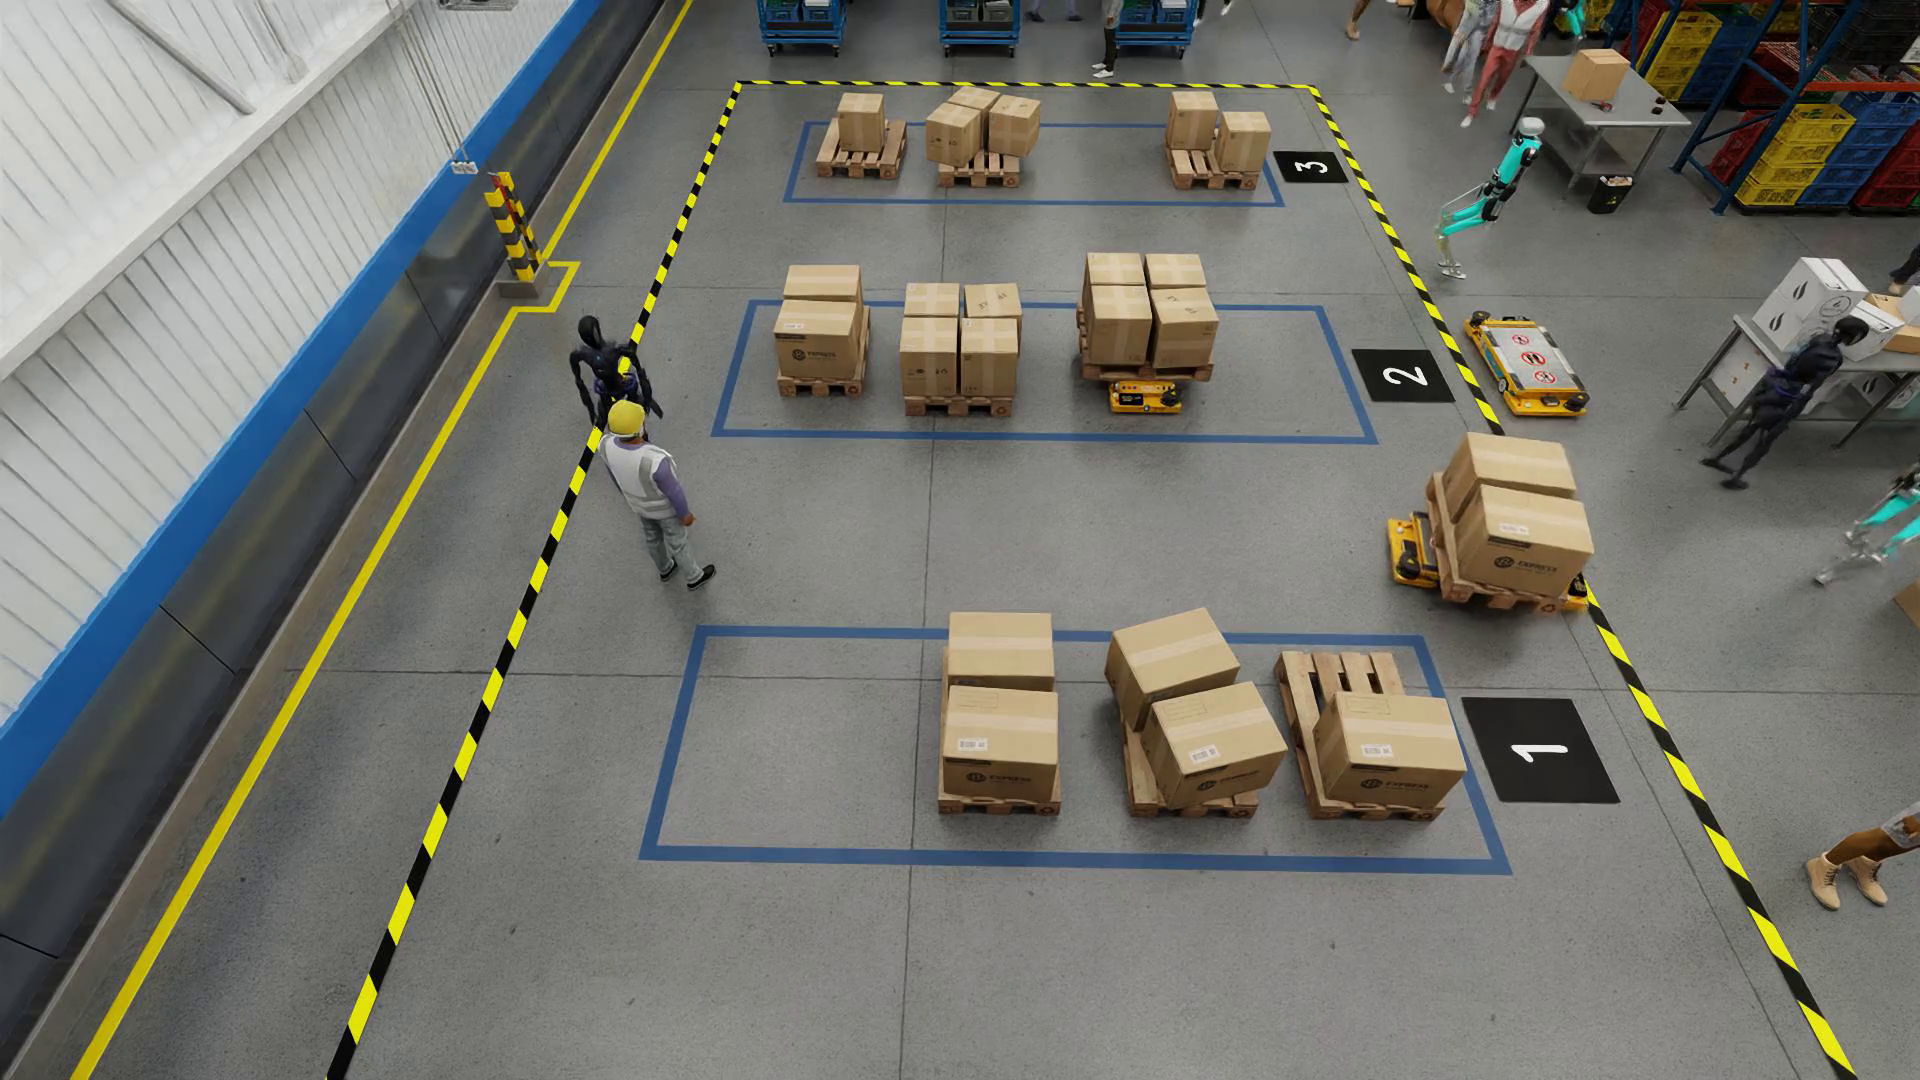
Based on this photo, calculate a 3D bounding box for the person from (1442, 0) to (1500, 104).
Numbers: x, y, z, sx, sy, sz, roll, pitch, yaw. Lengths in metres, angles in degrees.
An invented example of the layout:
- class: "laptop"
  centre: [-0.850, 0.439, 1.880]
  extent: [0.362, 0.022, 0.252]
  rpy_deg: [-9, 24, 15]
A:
- class: "person"
  centre: [7.214, -6.908, 12.568]
  extent: [0.540, 1.677, 0.906]
  rpy_deg: [-13, 50, -11]

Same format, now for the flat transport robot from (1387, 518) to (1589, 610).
- class: "flat transport robot"
  centre: [4.242, 0.146, 7.389]
  extent: [1.431, 0.197, 0.652]
  rpy_deg: [9, 50, 7]

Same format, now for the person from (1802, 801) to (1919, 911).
- class: "person"
  centre: [5.593, 1.524, 5.049]
  extent: [0.604, 2.033, 0.388]
  rpy_deg: [-2, 49, -2]

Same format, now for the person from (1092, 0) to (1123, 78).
- class: "person"
  centre: [2.128, -7.604, 13.067]
  extent: [0.386, 1.850, 0.599]
  rpy_deg: [3, 49, 2]

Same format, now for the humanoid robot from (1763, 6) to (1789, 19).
- class: "humanoid robot"
  centre: [12.094, -8.011, 13.566]
  extent: [0.748, 1.641, 0.589]
  rpy_deg: [-8, 50, -7]

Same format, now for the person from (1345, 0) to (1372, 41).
- class: "person"
  centre: [6.316, -8.669, 13.892]
  extent: [0.609, 2.008, 0.620]
  rpy_deg: [-20, 52, -16]

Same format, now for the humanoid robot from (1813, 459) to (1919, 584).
- class: "humanoid robot"
  centre: [7.076, -0.262, 6.783]
  extent: [0.924, 1.743, 0.547]
  rpy_deg: [-13, 50, -11]

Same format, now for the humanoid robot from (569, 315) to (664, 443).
- class: "humanoid robot"
  centre: [-2.816, -1.186, 7.628]
  extent: [0.609, 1.650, 0.399]
  rpy_deg: [-8, 50, -7]

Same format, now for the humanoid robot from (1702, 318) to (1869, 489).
- class: "humanoid robot"
  centre: [6.829, -1.163, 7.612]
  extent: [0.350, 1.648, 0.613]
  rpy_deg: [17, 51, 14]

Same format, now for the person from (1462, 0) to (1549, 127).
- class: "person"
  centre: [7.266, -6.555, 12.147]
  extent: [0.596, 1.883, 0.919]
  rpy_deg: [25, 54, 20]

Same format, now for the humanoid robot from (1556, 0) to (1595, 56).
- class: "humanoid robot"
  centre: [9.110, -7.781, 13.311]
  extent: [0.530, 1.795, 0.794]
  rpy_deg: [-32, 56, -25]

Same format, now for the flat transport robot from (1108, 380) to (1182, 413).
- class: "flat transport robot"
  centre: [1.773, -1.807, 9.079]
  extent: [0.652, 0.197, 1.431]
  rpy_deg: [1, 49, 1]

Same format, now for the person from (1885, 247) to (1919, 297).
- class: "person"
  centre: [10.283, -3.253, 9.323]
  extent: [0.515, 1.828, 0.379]
  rpy_deg: [21, 52, 17]

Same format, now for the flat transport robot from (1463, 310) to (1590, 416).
- class: "flat transport robot"
  centre: [5.573, -1.757, 9.054]
  extent: [0.659, 0.231, 1.431]
  rpy_deg: [1, 49, 1]

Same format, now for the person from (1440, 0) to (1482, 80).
- class: "person"
  centre: [7.404, -7.568, 13.043]
  extent: [0.429, 1.841, 0.635]
  rpy_deg: [-9, 50, -8]

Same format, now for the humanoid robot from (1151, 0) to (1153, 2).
- class: "humanoid robot"
  centre: [3.130, -9.156, 14.547]
  extent: [0.512, 1.644, 0.609]
  rpy_deg: [-6, 49, -5]

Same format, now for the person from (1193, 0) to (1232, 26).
- class: "person"
  centre: [4.085, -9.128, 14.395]
  extent: [0.753, 1.843, 0.524]
  rpy_deg: [-33, 57, -25]

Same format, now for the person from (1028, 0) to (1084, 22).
- class: "person"
  centre: [1.559, -9.116, 14.457]
  extent: [0.892, 1.721, 0.509]
  rpy_deg: [7, 50, 6]

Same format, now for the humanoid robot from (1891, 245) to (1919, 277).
- class: "humanoid robot"
  centre: [10.582, -3.419, 9.559]
  extent: [0.323, 1.655, 0.602]
  rpy_deg: [-25, 54, -20]

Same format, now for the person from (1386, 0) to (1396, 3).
- class: "person"
  centre: [7.488, -9.839, 14.991]
  extent: [0.329, 1.872, 0.505]
  rpy_deg: [25, 54, 20]

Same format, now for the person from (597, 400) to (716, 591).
- class: "person"
  centre: [-2.232, -0.306, 6.760]
  extent: [0.599, 1.836, 0.404]
  rpy_deg: [19, 52, 16]

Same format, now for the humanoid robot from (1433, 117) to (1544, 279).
- class: "humanoid robot"
  centre: [5.365, -3.559, 9.557]
  extent: [0.735, 1.672, 0.533]
  rpy_deg: [10, 50, 8]
